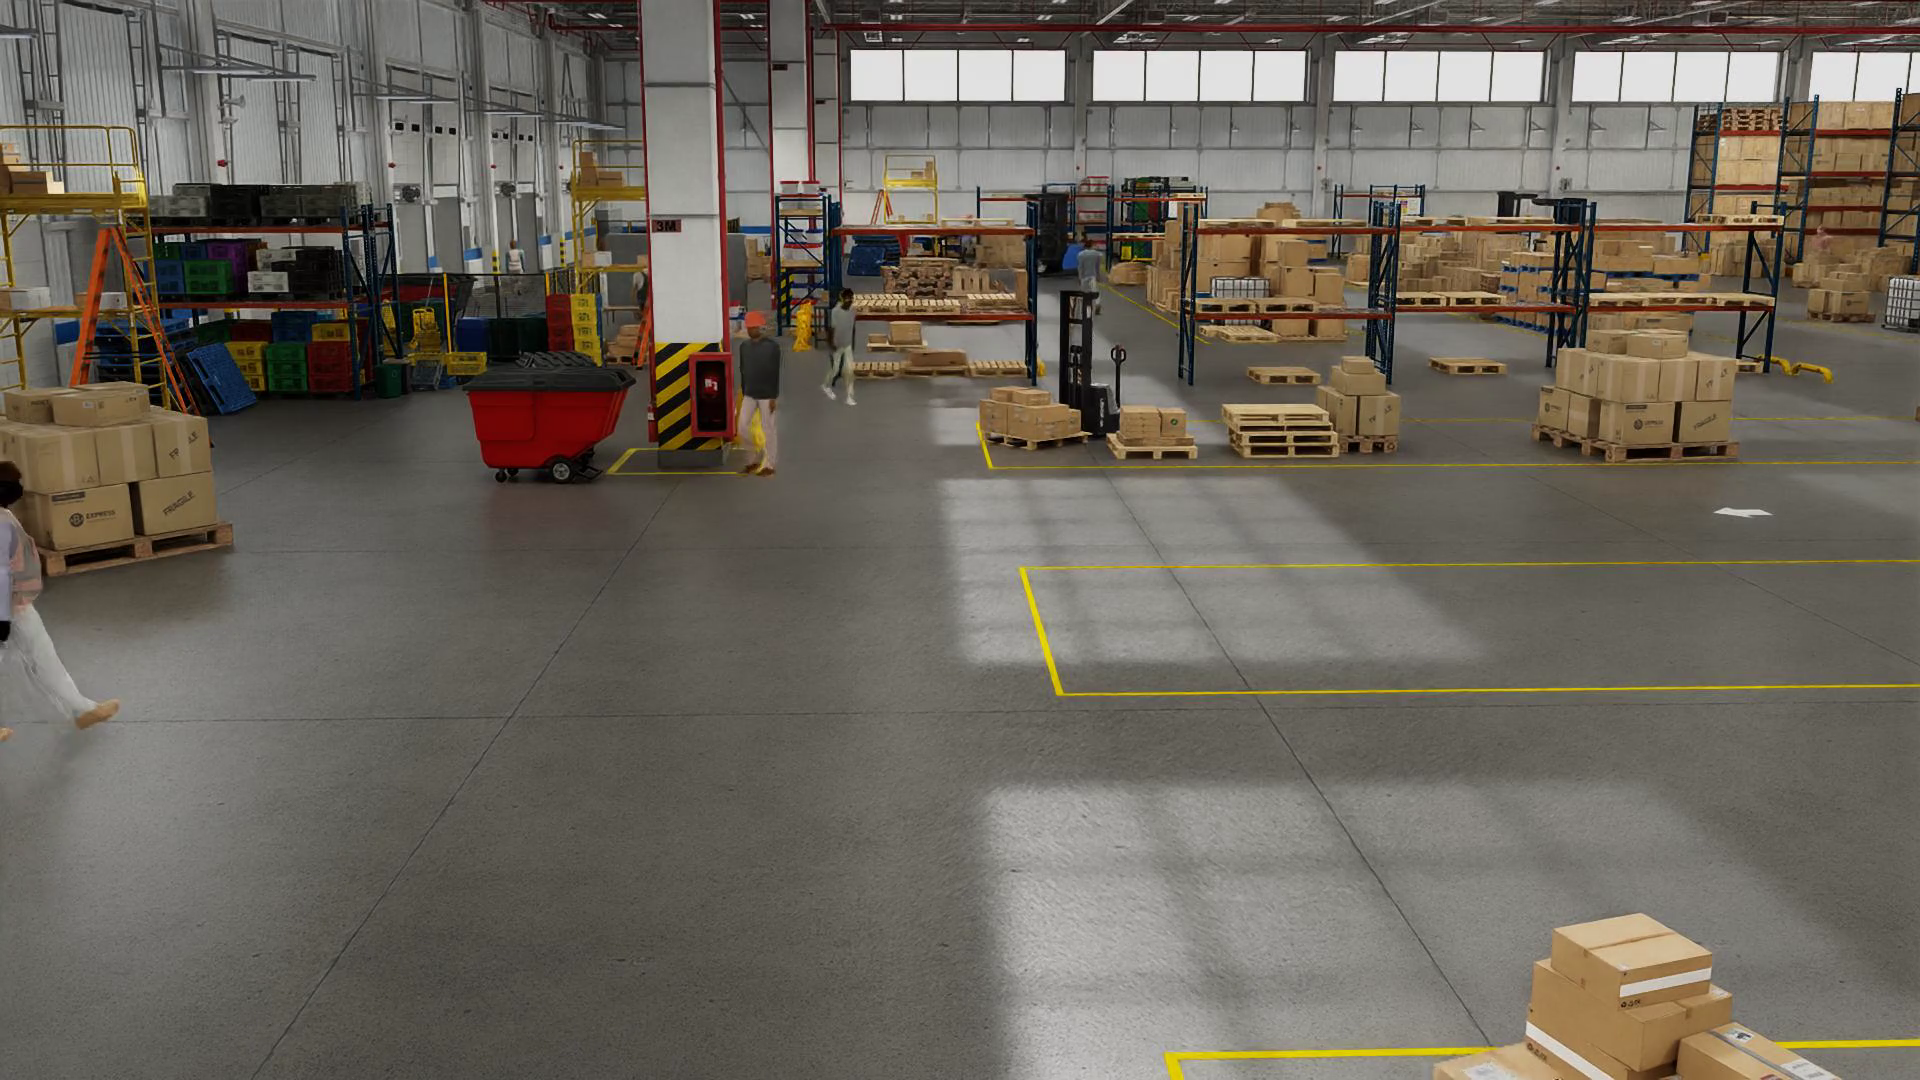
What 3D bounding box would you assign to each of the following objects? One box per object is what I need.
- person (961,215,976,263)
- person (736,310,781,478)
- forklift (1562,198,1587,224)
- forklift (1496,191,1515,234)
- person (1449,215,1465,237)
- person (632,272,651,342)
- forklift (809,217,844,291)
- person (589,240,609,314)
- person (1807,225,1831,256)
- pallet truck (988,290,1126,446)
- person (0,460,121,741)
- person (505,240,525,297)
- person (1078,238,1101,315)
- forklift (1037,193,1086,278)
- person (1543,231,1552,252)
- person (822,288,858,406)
[{"bbox_3d":[0.414,-11.809,65.326,1.044,1.868,0.550,-10,16,-39],"label":"person"},{"bbox_3d":[-2.371,-1.680,19.384,0.616,1.975,0.596,7,14,28],"label":"person"},{"bbox_3d":[17.204,-8.212,46.797,1.873,2.768,1.129,0,12,-2],"label":"forklift"},{"bbox_3d":[20.564,-11.778,62.899,1.873,2.768,1.129,0,12,-2],"label":"forklift"},{"bbox_3d":[19.506,-11.803,65.255,0.502,1.895,0.664,-7,15,-30],"label":"person"},{"bbox_3d":[-6.696,-5.121,35.324,0.524,1.799,0.951,-8,15,-33],"label":"person"},{"bbox_3d":[-4.375,-8.619,48.637,1.873,2.768,1.129,0,12,-2],"label":"forklift"},{"bbox_3d":[-9.094,-6.667,42.180,0.590,1.842,0.923,2,13,10],"label":"person"},{"bbox_3d":[27.131,-9.012,52.657,0.443,1.889,0.656,-5,13,-21],"label":"person"},{"bbox_3d":[1.257,-2.299,22.111,1.885,1.965,0.823,-9,15,-35],"label":"pallet truck"},{"bbox_3d":[-5.893,0.379,10.461,0.940,1.792,0.649,-10,16,-39],"label":"person"},{"bbox_3d":[-12.761,-7.776,47.675,0.542,1.622,0.373,-3,13,-12],"label":"person"},{"bbox_3d":[3.268,-6.617,41.826,0.639,1.914,0.888,-5,13,-21],"label":"person"},{"bbox_3d":[3.316,-10.339,56.403,1.873,2.768,1.129,-7,14,-28],"label":"forklift"},{"bbox_3d":[17.368,-8.209,48.802,0.615,1.994,0.381,0,12,-2],"label":"person"},{"bbox_3d":[-1.869,-3.009,25.746,0.528,1.820,0.876,-8,15,-32],"label":"person"}]
